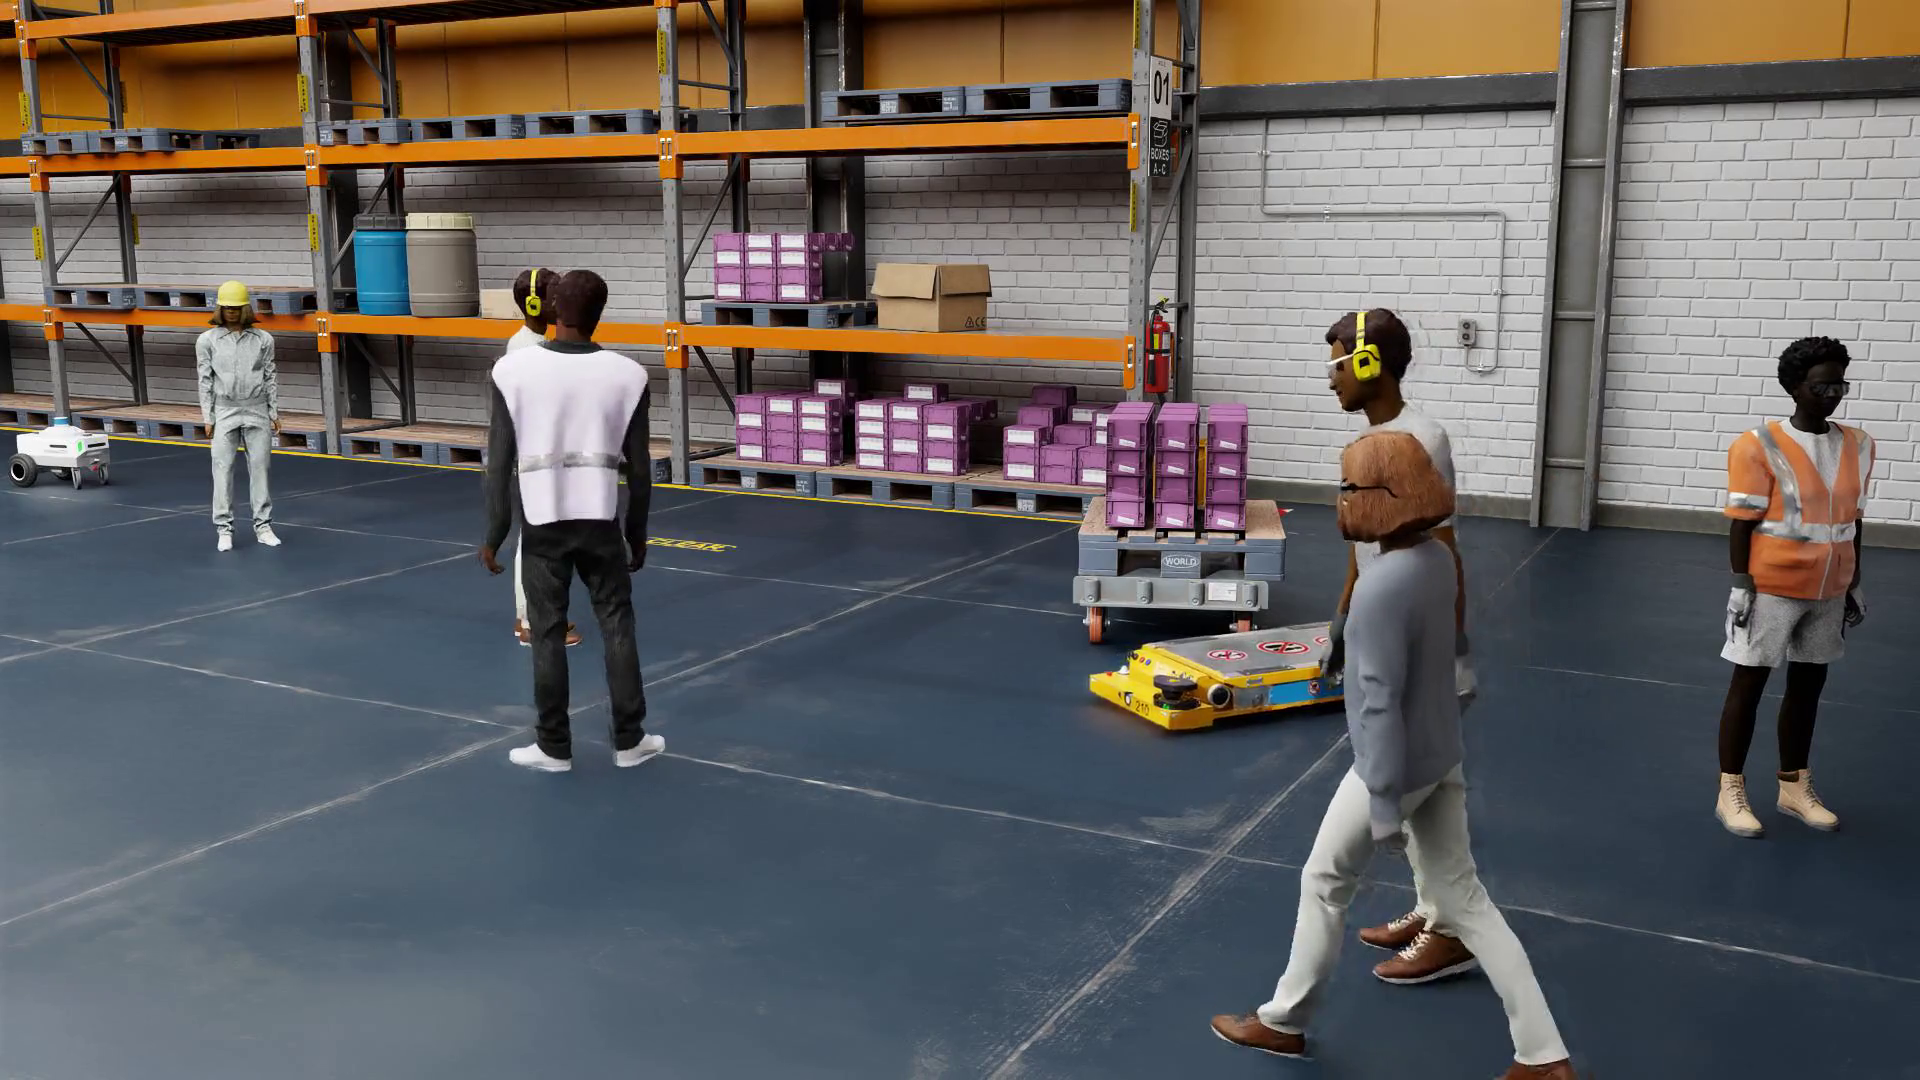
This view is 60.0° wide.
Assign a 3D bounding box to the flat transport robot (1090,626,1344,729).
[{"bbox_3d":[1.352,0.573,7.286,1.431,0.197,0.652,-5,11,-25],"label":"flat transport robot"}]

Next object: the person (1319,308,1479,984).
[{"bbox_3d":[1.234,0.276,4.638,0.466,1.825,0.571,-1,10,-5],"label":"person"}]

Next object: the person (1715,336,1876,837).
[{"bbox_3d":[2.830,0.165,5.636,0.543,1.698,0.346,-2,11,-12],"label":"person"}]

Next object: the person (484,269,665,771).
[{"bbox_3d":[-1.453,-0.052,6.285,0.676,1.891,0.379,-4,11,-22],"label":"person"}]

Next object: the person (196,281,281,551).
[{"bbox_3d":[-4.662,-0.804,10.801,0.488,1.740,0.319,-7,13,-35],"label":"person"}]

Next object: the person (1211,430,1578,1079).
[{"bbox_3d":[1.065,0.535,3.895,0.877,1.585,0.510,8,13,37],"label":"person"}]

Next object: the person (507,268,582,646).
[{"bbox_3d":[-2.095,-0.410,8.288,0.317,1.870,0.523,-3,11,-16],"label":"person"}]

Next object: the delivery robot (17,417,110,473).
[{"bbox_3d":[-7.302,-0.758,13.547,0.707,0.478,0.477,4,11,18],"label":"delivery robot"}]
